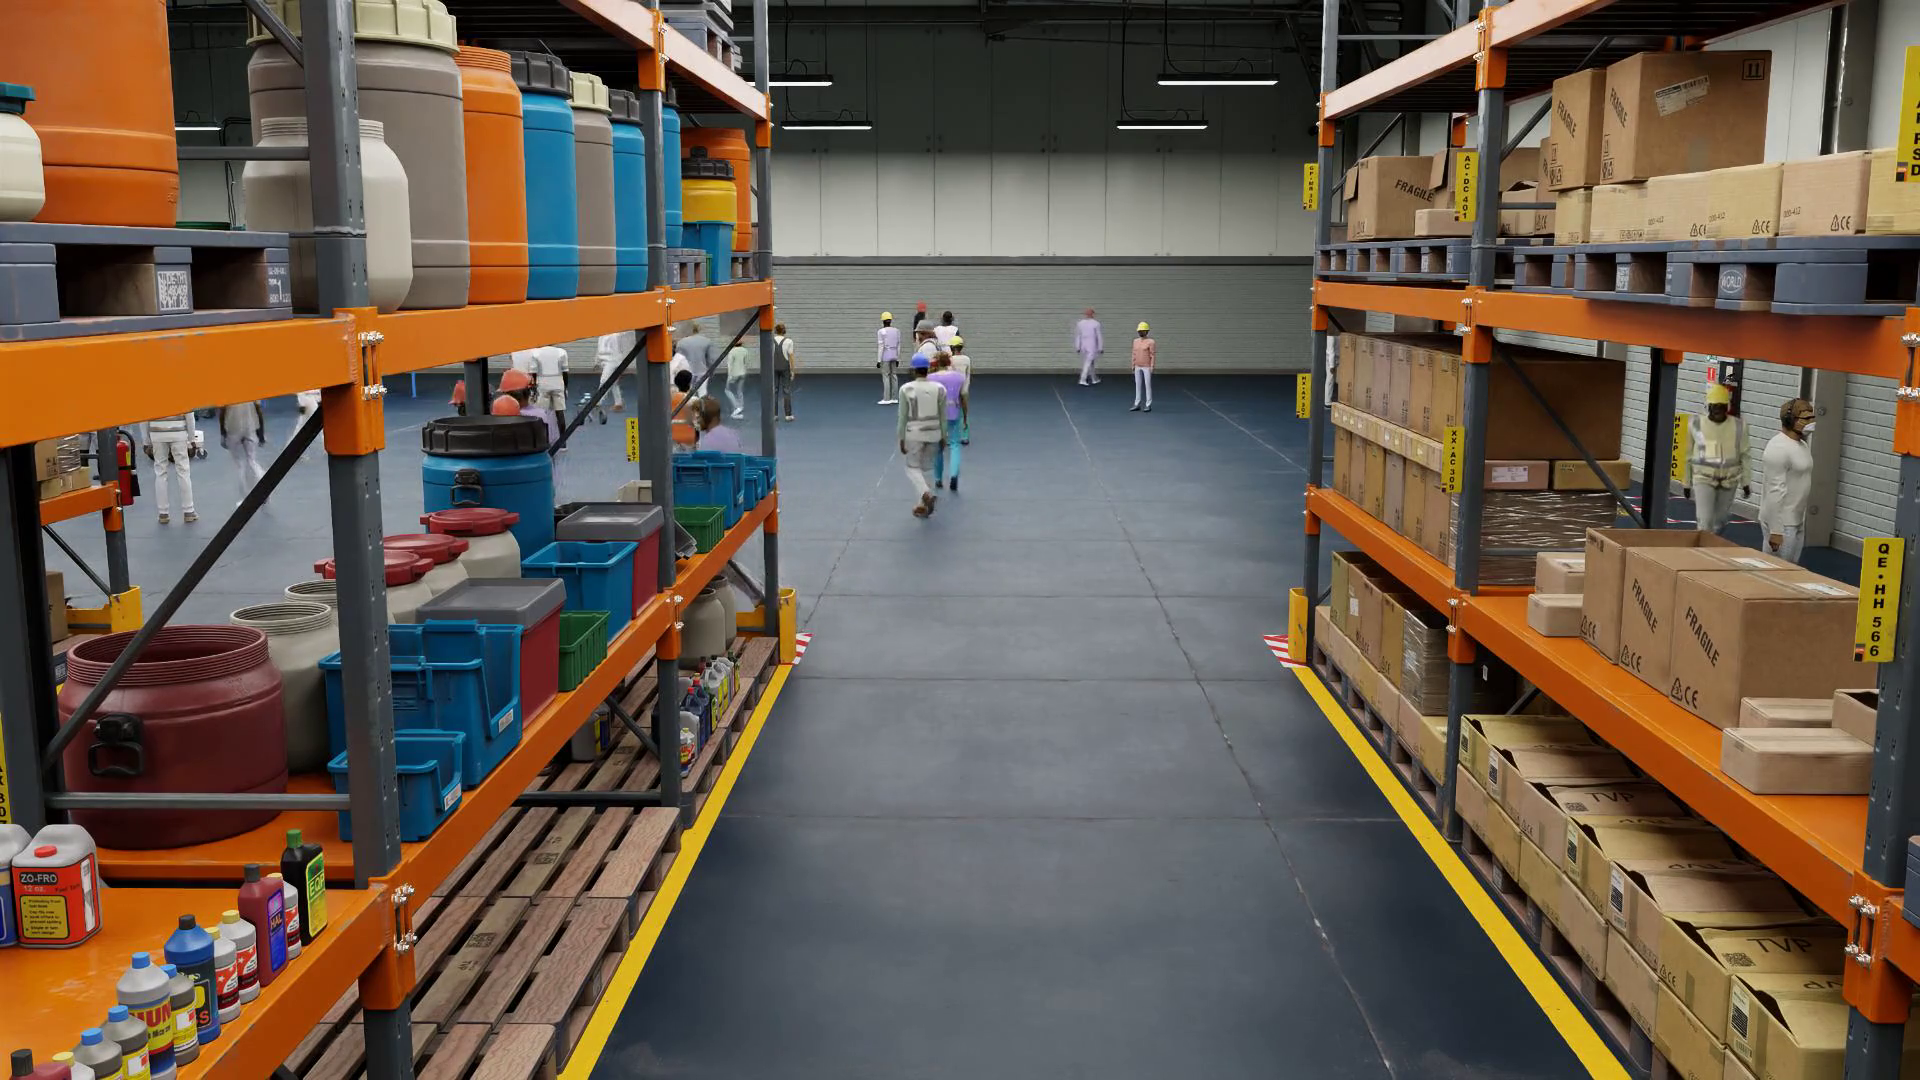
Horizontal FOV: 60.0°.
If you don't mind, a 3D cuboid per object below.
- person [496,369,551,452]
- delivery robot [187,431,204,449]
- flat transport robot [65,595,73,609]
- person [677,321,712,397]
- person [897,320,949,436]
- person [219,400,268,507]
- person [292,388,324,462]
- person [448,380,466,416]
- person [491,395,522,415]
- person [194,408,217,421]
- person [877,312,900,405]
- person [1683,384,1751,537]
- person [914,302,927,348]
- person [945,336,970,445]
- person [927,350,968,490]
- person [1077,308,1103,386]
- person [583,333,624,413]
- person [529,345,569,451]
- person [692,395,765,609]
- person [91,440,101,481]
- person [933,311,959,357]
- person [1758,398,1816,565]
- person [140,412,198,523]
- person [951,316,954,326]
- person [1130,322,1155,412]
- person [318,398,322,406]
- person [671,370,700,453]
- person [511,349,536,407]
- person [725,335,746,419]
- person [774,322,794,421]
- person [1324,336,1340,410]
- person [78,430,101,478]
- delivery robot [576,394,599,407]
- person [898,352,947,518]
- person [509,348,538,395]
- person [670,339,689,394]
[{"bbox_3d":[-3.735,-0.490,14.621,0.640,2.027,0.630,2,10,11],"label":"person"},{"bbox_3d":[-11.762,-1.517,25.020,0.477,0.478,0.707,5,11,28],"label":"delivery robot"},{"bbox_3d":[-7.716,0.656,13.126,1.431,0.197,0.652,-9,13,-44],"label":"flat transport robot"},{"bbox_3d":[-4.816,-3.037,30.307,0.643,1.897,1.018,-3,10,-19],"label":"person"},{"bbox_3d":[-0.524,-2.746,28.223,1.020,2.000,0.682,2,10,10],"label":"person"},{"bbox_3d":[-8.588,-1.284,19.940,0.502,1.846,0.535,-8,13,-41],"label":"person"},{"bbox_3d":[-9.572,-2.073,24.676,0.983,1.830,0.592,-1,10,-8],"label":"person"},{"bbox_3d":[-3.914,-0.343,13.858,1.033,2.004,0.605,3,10,18],"label":"person"},{"bbox_3d":[-3.661,-0.257,13.619,0.609,1.899,0.775,-4,10,-25],"label":"person"},{"bbox_3d":[-14.318,-3.199,31.306,0.546,1.894,0.923,-1,9,-4],"label":"person"},{"bbox_3d":[-1.510,-3.789,34.687,0.372,1.923,0.594,9,13,43],"label":"person"},{"bbox_3d":[7.223,-0.600,15.936,0.589,1.811,0.797,2,10,10],"label":"person"},{"bbox_3d":[-1.046,-5.221,43.246,0.402,1.943,0.712,0,9,-1],"label":"person"},{"bbox_3d":[-0.055,-2.418,26.957,0.326,1.765,0.533,9,13,43],"label":"person"},{"bbox_3d":[-0.187,-1.576,21.753,0.588,1.818,0.845,0,9,1],"label":"person"},{"bbox_3d":[3.141,-4.649,40.058,0.657,1.860,0.979,8,13,41],"label":"person"},{"bbox_3d":[-7.049,-3.455,32.745,0.983,1.899,0.622,-7,12,-34],"label":"person"},{"bbox_3d":[-6.418,-2.363,26.017,0.602,1.967,0.370,-4,10,-23],"label":"person"},{"bbox_3d":[-1.827,-0.199,13.246,0.712,1.907,0.685,2,10,9],"label":"person"},{"bbox_3d":[-11.674,-1.750,22.494,0.577,1.915,0.436,6,11,34],"label":"person"},{"bbox_3d":[-0.281,-3.896,35.346,0.597,1.917,0.374,3,10,18],"label":"person"},{"bbox_3d":[6.252,-0.109,12.599,0.360,1.938,0.635,8,12,39],"label":"person"},{"bbox_3d":[-9.023,-1.147,18.975,0.572,1.887,0.356,-3,10,-18],"label":"person"},{"bbox_3d":[-0.217,-4.006,36.334,0.793,1.809,0.677,8,13,41],"label":"person"},{"bbox_3d":[3.639,-3.443,33.088,0.523,1.769,0.322,8,13,41],"label":"person"},{"bbox_3d":[-11.664,-3.038,30.150,0.542,1.939,0.368,4,10,24],"label":"person"},{"bbox_3d":[-3.329,-1.226,20.113,0.544,1.644,0.861,2,10,13],"label":"person"},{"bbox_3d":[-7.512,-2.688,28.399,0.516,1.824,0.918,4,10,22],"label":"person"},{"bbox_3d":[-4.248,-3.105,31.504,0.352,1.621,0.505,9,13,42],"label":"person"},{"bbox_3d":[-3.361,-3.161,31.167,0.516,1.843,0.327,1,10,4],"label":"person"},{"bbox_3d":[7.517,-3.544,33.504,0.403,1.828,0.596,2,10,13],"label":"person"},{"bbox_3d":[-11.077,-1.426,21.209,0.531,1.698,0.320,0,9,1],"label":"person"},{"bbox_3d":[-6.855,-2.580,30.614,0.335,0.223,0.698,-5,11,-30],"label":"delivery robot"},{"bbox_3d":[-0.403,-1.193,19.154,0.602,1.930,0.656,-5,11,-26],"label":"person"},{"bbox_3d":[-9.728,-4.176,37.061,0.652,1.906,0.409,-2,10,-14],"label":"person"},{"bbox_3d":[-4.402,-2.207,25.602,0.627,1.799,0.954,6,11,31],"label":"person"}]
